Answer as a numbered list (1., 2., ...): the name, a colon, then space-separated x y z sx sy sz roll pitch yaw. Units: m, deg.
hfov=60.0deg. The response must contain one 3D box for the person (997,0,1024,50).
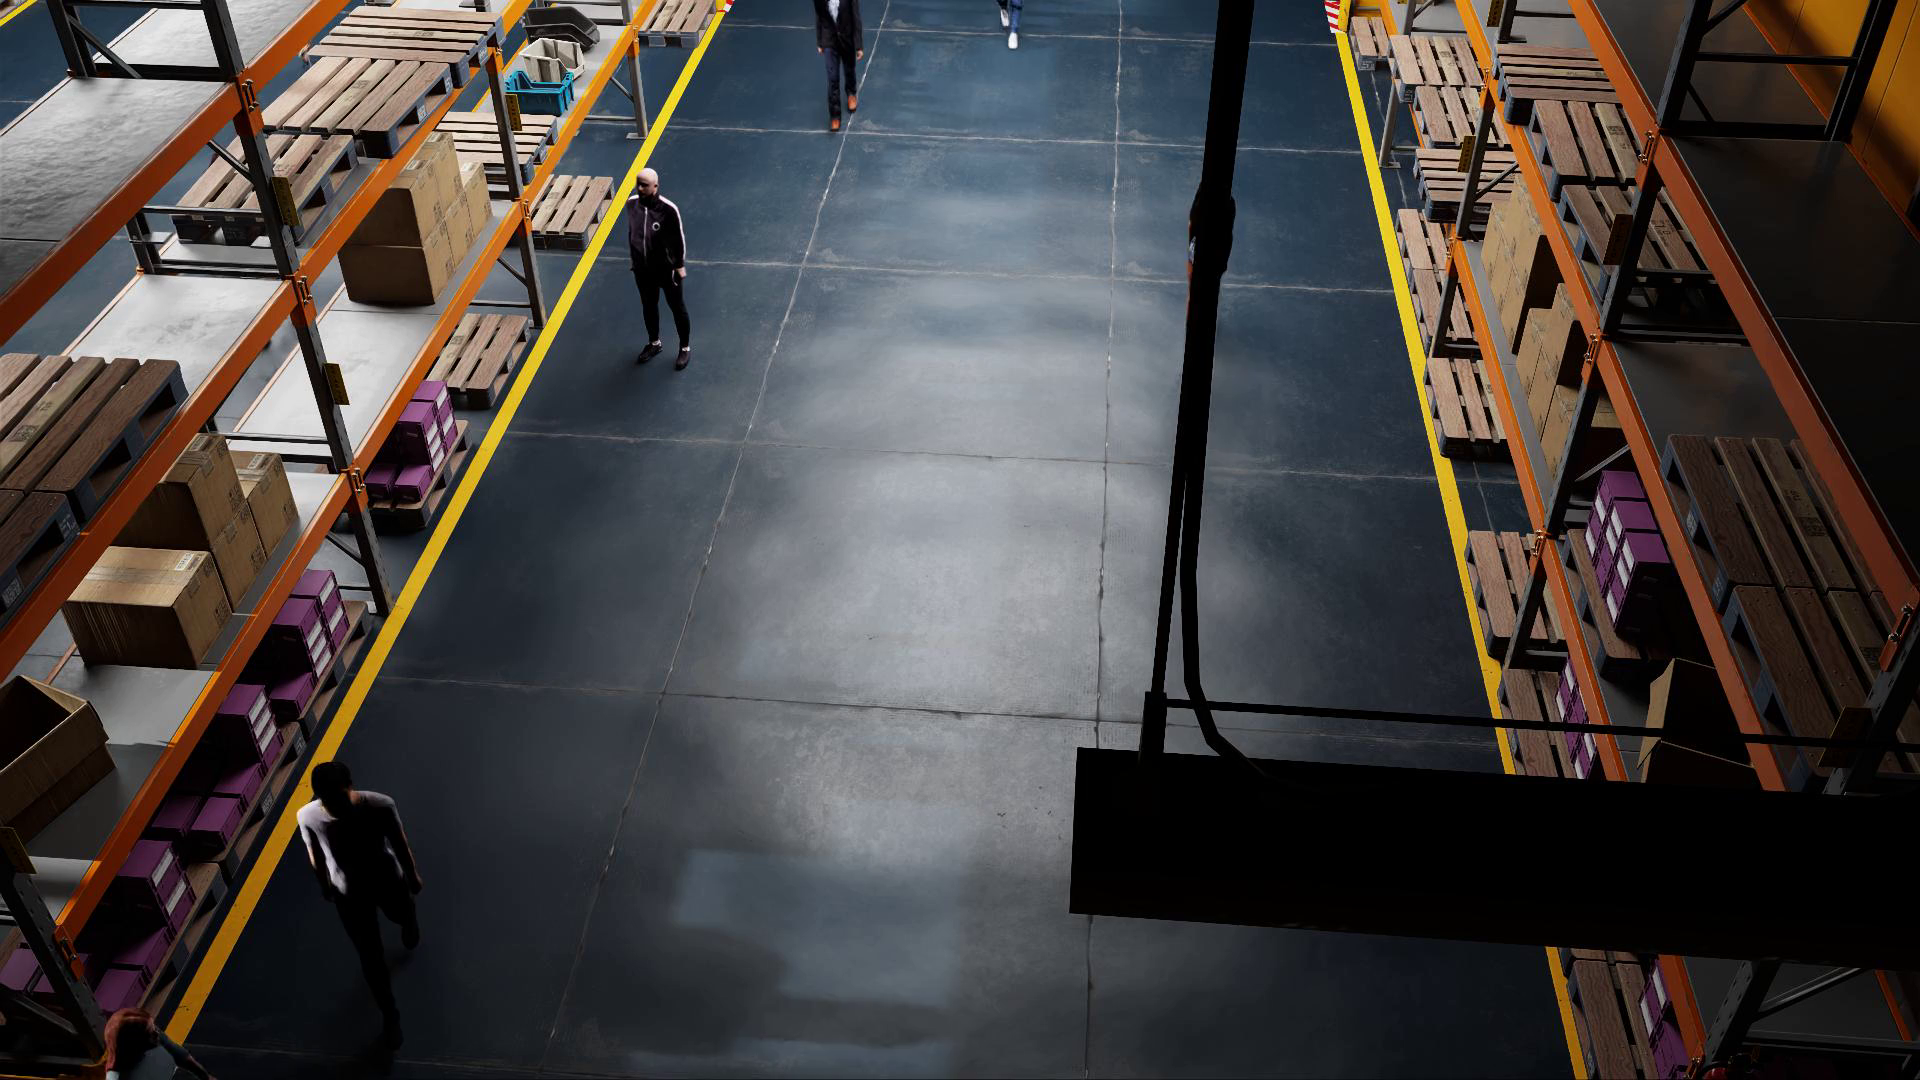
1. person: 0.611 -6.944 20.090 0.679 1.784 1.081 1 39 2

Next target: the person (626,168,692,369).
1. person: -2.590 -2.356 14.303 0.726 1.837 0.662 12 40 15

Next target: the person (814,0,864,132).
1. person: -1.302 -5.495 18.297 0.721 1.758 1.189 2 39 2

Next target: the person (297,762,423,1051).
1. person: -3.212 1.815 9.086 0.987 1.830 1.287 -12 40 -14

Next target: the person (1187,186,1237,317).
1. person: 2.141 -2.427 14.597 0.644 1.581 1.053 8 39 10

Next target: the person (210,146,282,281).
1. person: -6.257 -2.524 14.574 0.664 1.762 1.036 1 39 2
